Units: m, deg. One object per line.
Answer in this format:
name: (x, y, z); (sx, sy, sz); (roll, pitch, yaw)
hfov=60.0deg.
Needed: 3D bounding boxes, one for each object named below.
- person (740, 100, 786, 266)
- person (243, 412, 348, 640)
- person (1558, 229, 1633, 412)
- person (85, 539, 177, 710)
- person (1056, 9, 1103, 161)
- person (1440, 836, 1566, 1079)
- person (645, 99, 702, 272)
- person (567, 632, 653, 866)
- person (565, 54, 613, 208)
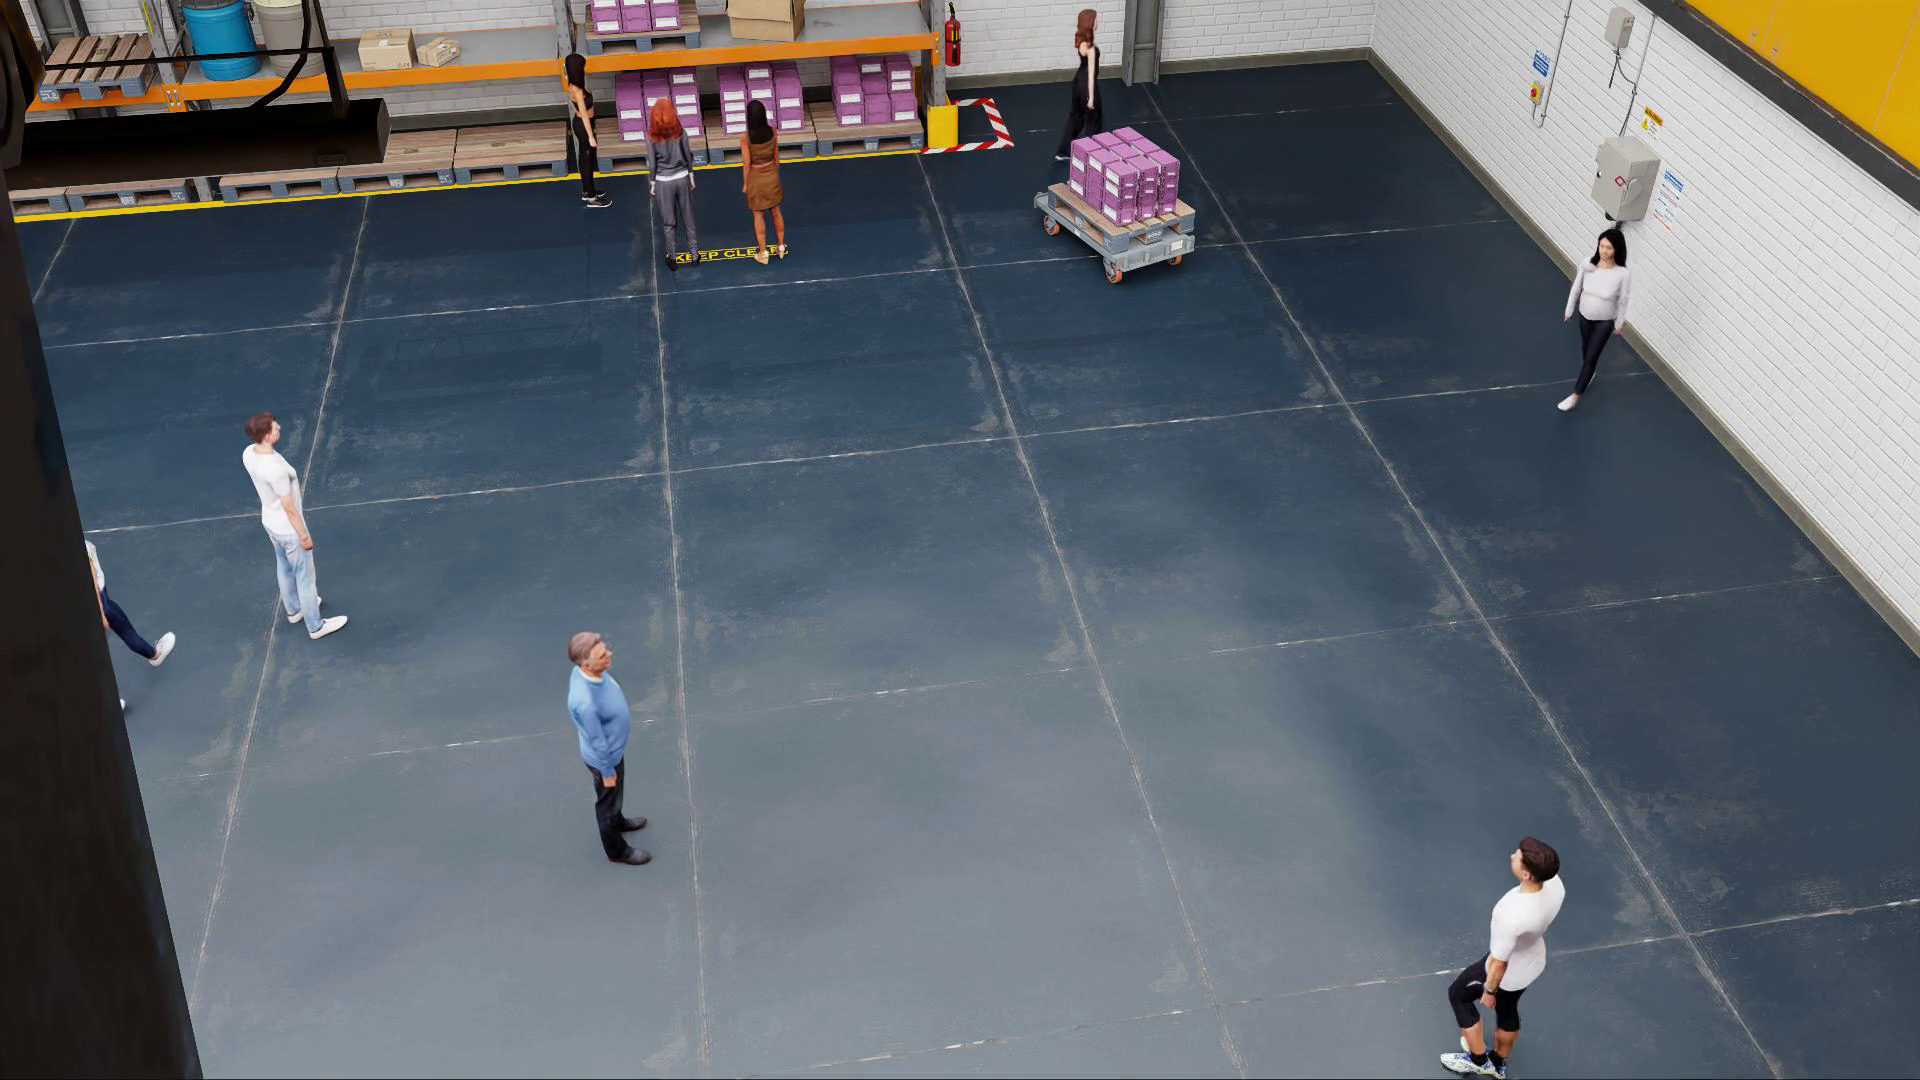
person: (-1.945, -3.523, 16.370); (0.587, 1.688, 0.705); (-25, 45, -28)
person: (-4.861, -0.105, 11.962); (0.723, 1.849, 0.752); (30, 47, 32)
person: (5.572, -1.959, 14.434); (1.007, 1.662, 1.128); (27, 46, 29)
person: (-5.975, 0.521, 11.270); (1.104, 1.735, 0.972); (12, 40, 14)
person: (1.309, -4.919, 18.075); (0.834, 1.743, 0.634); (-10, 40, -12)
person: (3.032, 2.320, 8.932); (0.736, 1.840, 0.851); (-26, 45, -29)
person: (-2.802, -3.468, 16.229); (0.472, 1.779, 0.665); (-11, 40, -13)
person: (-2.208, 1.262, 10.273); (0.547, 1.820, 0.641); (-6, 39, -8)
person: (-3.933, -4.285, 17.360); (0.552, 1.644, 0.590); (-15, 41, -18)
